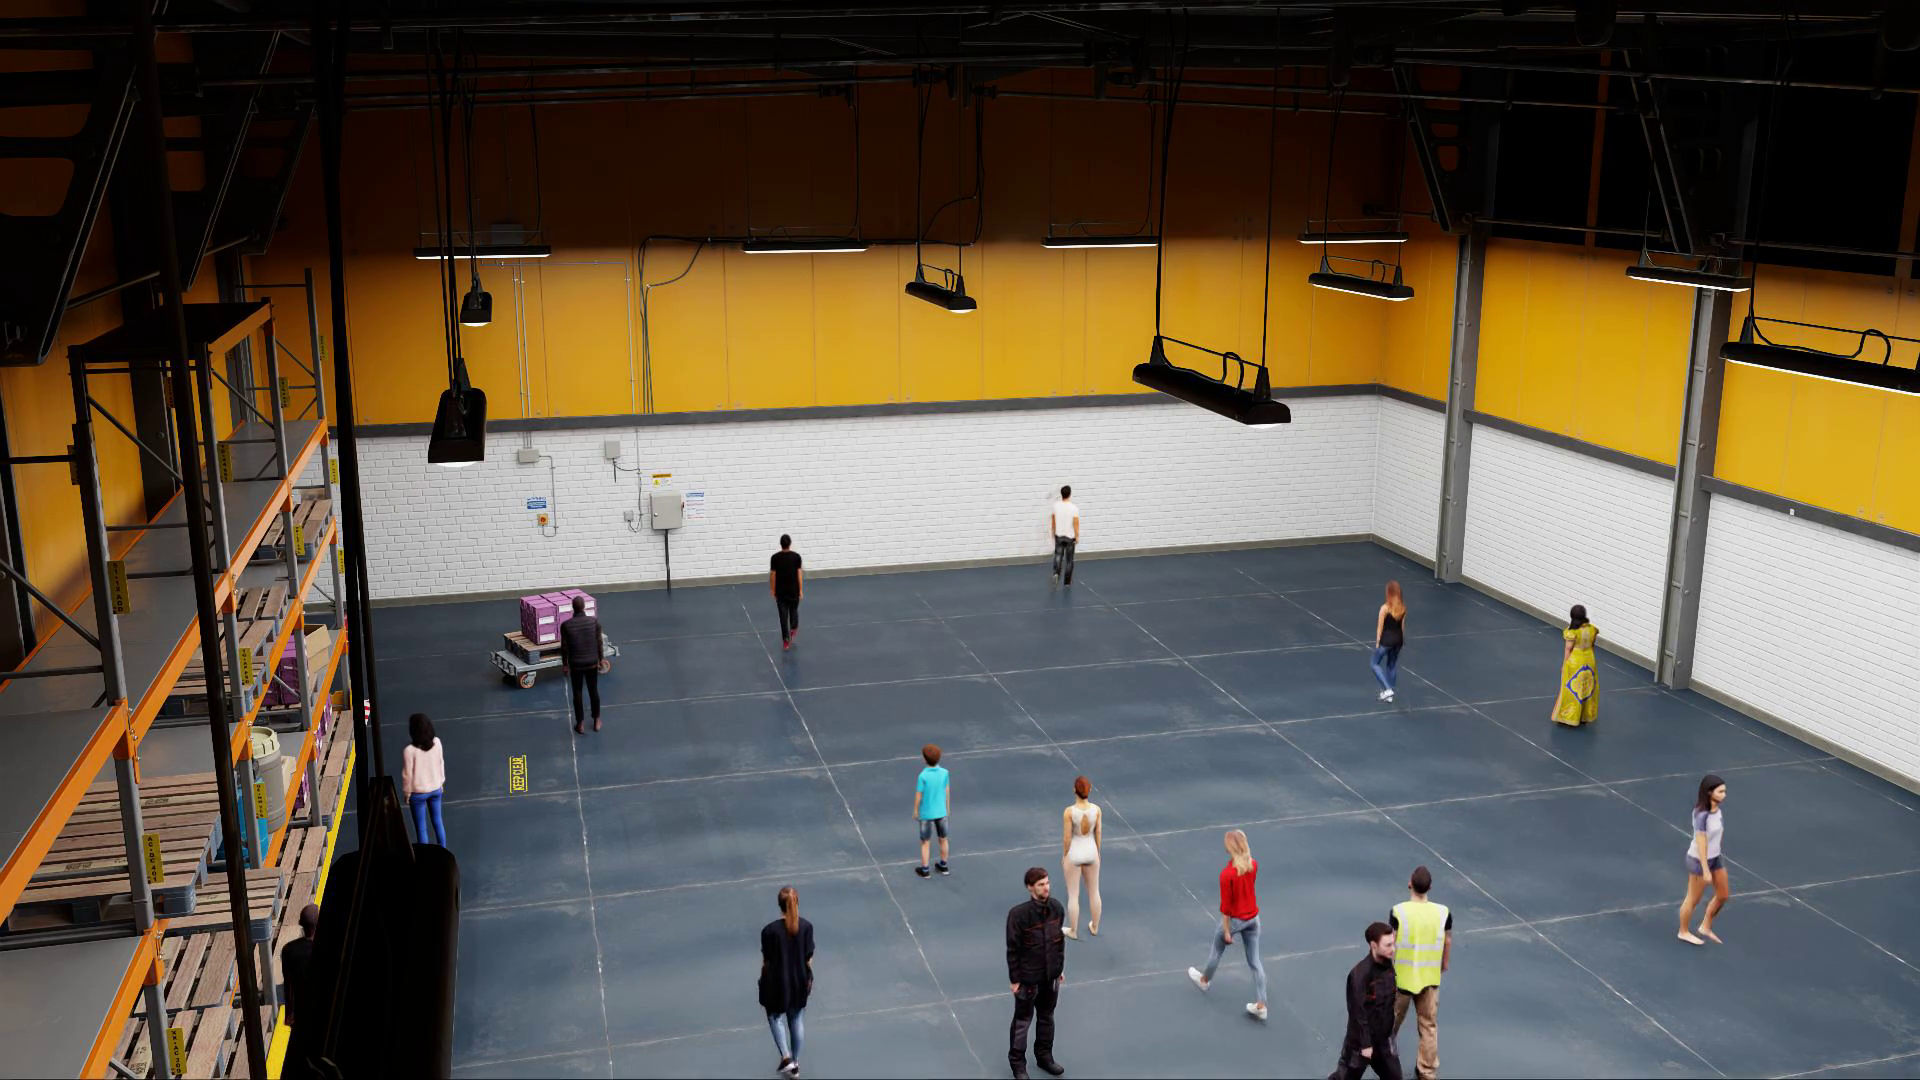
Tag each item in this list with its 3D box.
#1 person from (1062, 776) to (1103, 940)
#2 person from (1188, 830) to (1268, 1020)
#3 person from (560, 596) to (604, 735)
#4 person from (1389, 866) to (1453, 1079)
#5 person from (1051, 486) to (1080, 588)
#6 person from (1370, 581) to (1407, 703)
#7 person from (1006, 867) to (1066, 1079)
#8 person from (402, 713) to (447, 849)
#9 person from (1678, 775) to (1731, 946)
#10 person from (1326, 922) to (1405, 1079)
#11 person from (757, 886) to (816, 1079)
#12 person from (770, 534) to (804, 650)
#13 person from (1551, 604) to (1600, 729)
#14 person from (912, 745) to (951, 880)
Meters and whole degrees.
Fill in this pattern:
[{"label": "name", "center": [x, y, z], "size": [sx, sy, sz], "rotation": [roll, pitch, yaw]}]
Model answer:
[{"label": "person", "center": [1.182, 3.070, 16.112], "size": [0.546, 1.643, 0.477], "rotation": [-4, 14, -17]}, {"label": "person", "center": [2.526, 3.417, 14.661], "size": [0.877, 1.651, 1.208], "rotation": [-9, 16, -31]}, {"label": "person", "center": [-4.924, 1.614, 21.717], "size": [0.691, 1.835, 0.567], "rotation": [-4, 14, -17]}, {"label": "person", "center": [3.749, 3.603, 13.600], "size": [0.922, 1.789, 1.235], "rotation": [0, 14, 1]}, {"label": "person", "center": [1.773, -0.039, 28.637], "size": [0.906, 1.791, 1.000], "rotation": [5, 14, 19]}, {"label": "person", "center": [5.921, 1.425, 22.763], "size": [0.617, 1.710, 0.682], "rotation": [-6, 15, -22]}, {"label": "person", "center": [0.624, 3.558, 13.684], "size": [0.774, 1.837, 0.681], "rotation": [-8, 16, -31]}, {"label": "person", "center": [-5.635, 2.660, 17.535], "size": [0.734, 1.770, 0.724], "rotation": [12, 18, 40]}, {"label": "person", "center": [7.065, 3.064, 15.972], "size": [0.701, 1.720, 0.739], "rotation": [-11, 17, -38]}, {"label": "person", "center": [3.044, 3.781, 12.699], "size": [1.069, 1.868, 1.319], "rotation": [-12, 18, -42]}, {"label": "person", "center": [-1.391, 3.658, 13.619], "size": [0.662, 1.674, 0.753], "rotation": [-5, 14, -19]}, {"label": "person", "center": [-2.634, 0.813, 25.273], "size": [0.782, 1.719, 1.139], "rotation": [-1, 14, -4]}, {"label": "person", "center": [8.156, 1.651, 21.939], "size": [0.868, 1.658, 0.794], "rotation": [-5, 14, -20]}, {"label": "person", "center": [-0.272, 2.839, 17.479], "size": [0.581, 1.449, 0.553], "rotation": [-7, 15, -28]}]
